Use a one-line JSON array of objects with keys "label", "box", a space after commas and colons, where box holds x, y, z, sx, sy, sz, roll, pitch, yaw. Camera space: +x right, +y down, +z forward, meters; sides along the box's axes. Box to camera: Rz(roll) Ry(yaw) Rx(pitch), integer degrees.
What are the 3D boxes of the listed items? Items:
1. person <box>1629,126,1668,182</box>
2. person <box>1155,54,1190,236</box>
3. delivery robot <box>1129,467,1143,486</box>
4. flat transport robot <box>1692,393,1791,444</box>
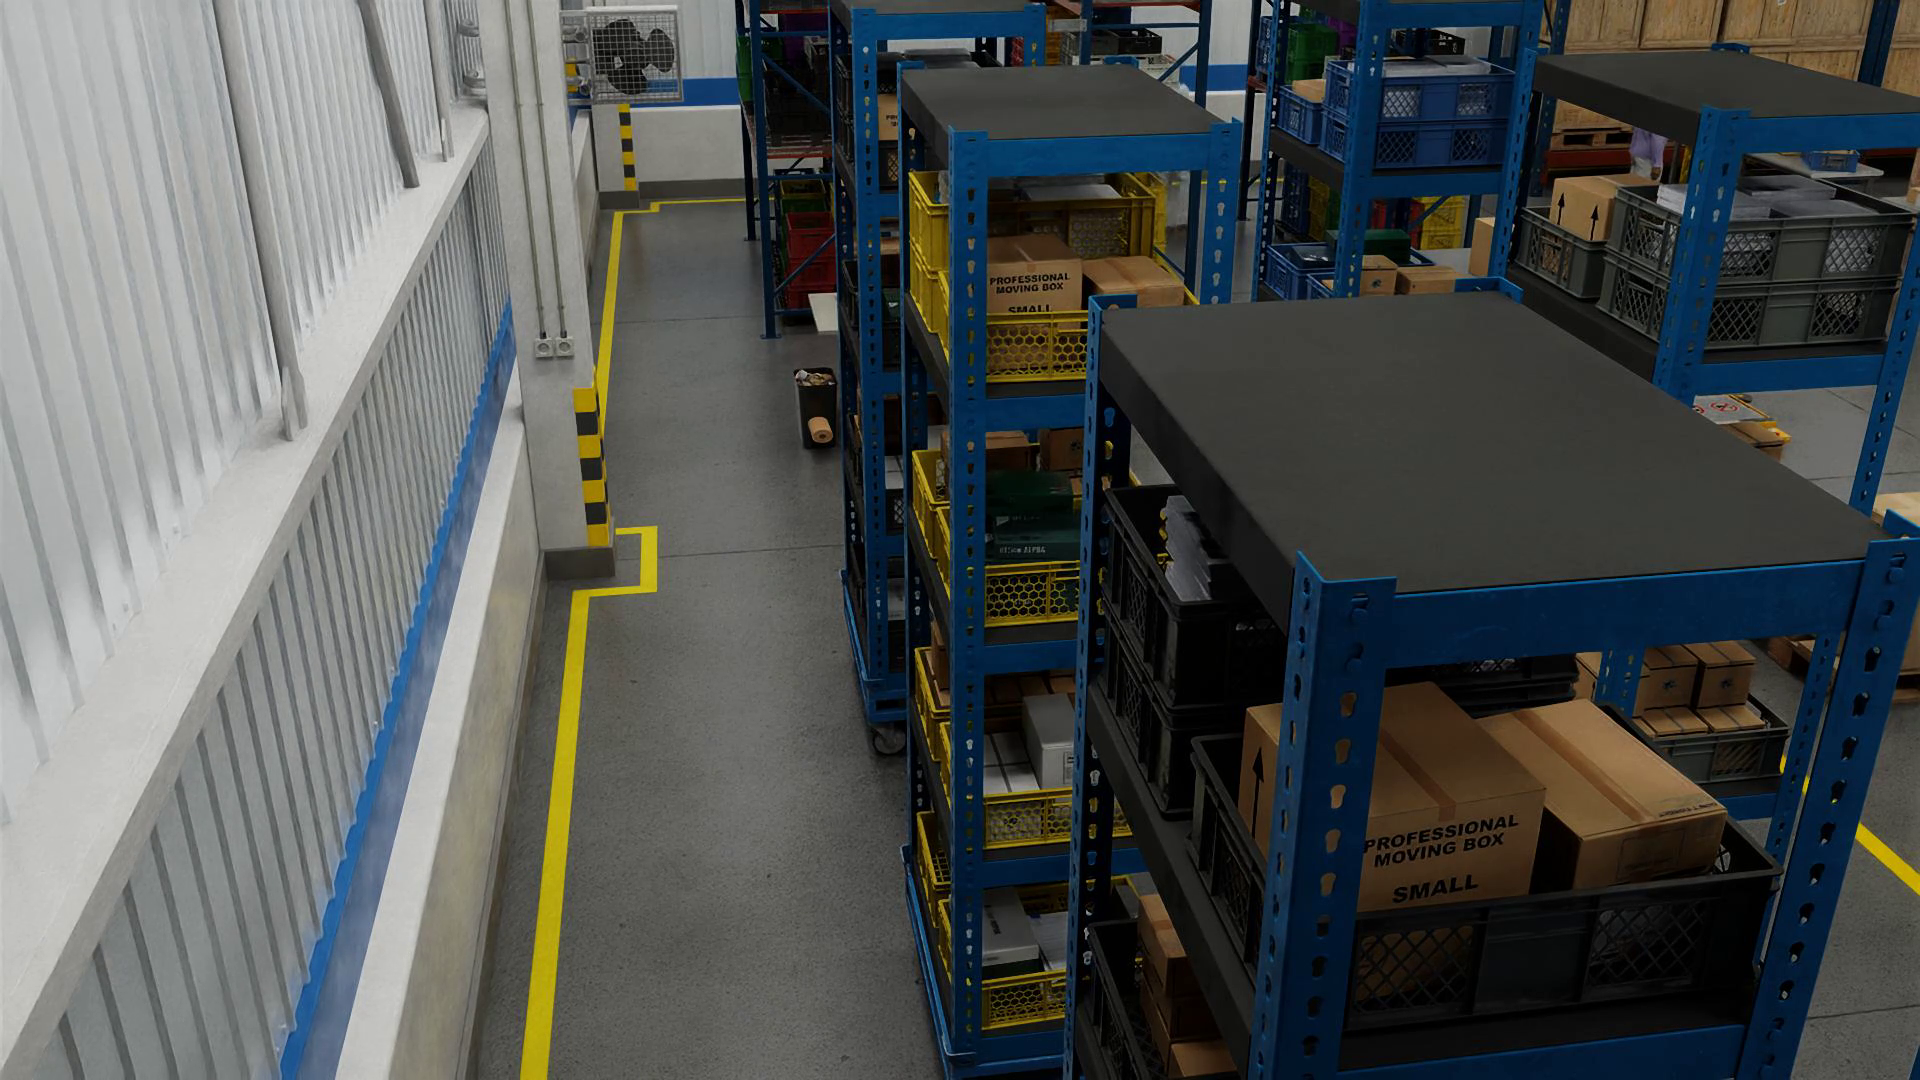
[{"label": "person", "box": [6.848, -3.797, 16.539, 0.372, 1.940, 0.631, 2, 25, 4]}, {"label": "person", "box": [2.185, -4.100, 17.318, 0.665, 1.832, 0.558, 21, 32, 38]}, {"label": "delivery robot", "box": [0.948, -0.336, 10.551, 0.477, 0.478, 0.707, -4, 25, -9]}, {"label": "flat transport robot", "box": [5.224, -0.859, 12.132, 1.431, 0.197, 0.652, -4, 25, -8]}]
